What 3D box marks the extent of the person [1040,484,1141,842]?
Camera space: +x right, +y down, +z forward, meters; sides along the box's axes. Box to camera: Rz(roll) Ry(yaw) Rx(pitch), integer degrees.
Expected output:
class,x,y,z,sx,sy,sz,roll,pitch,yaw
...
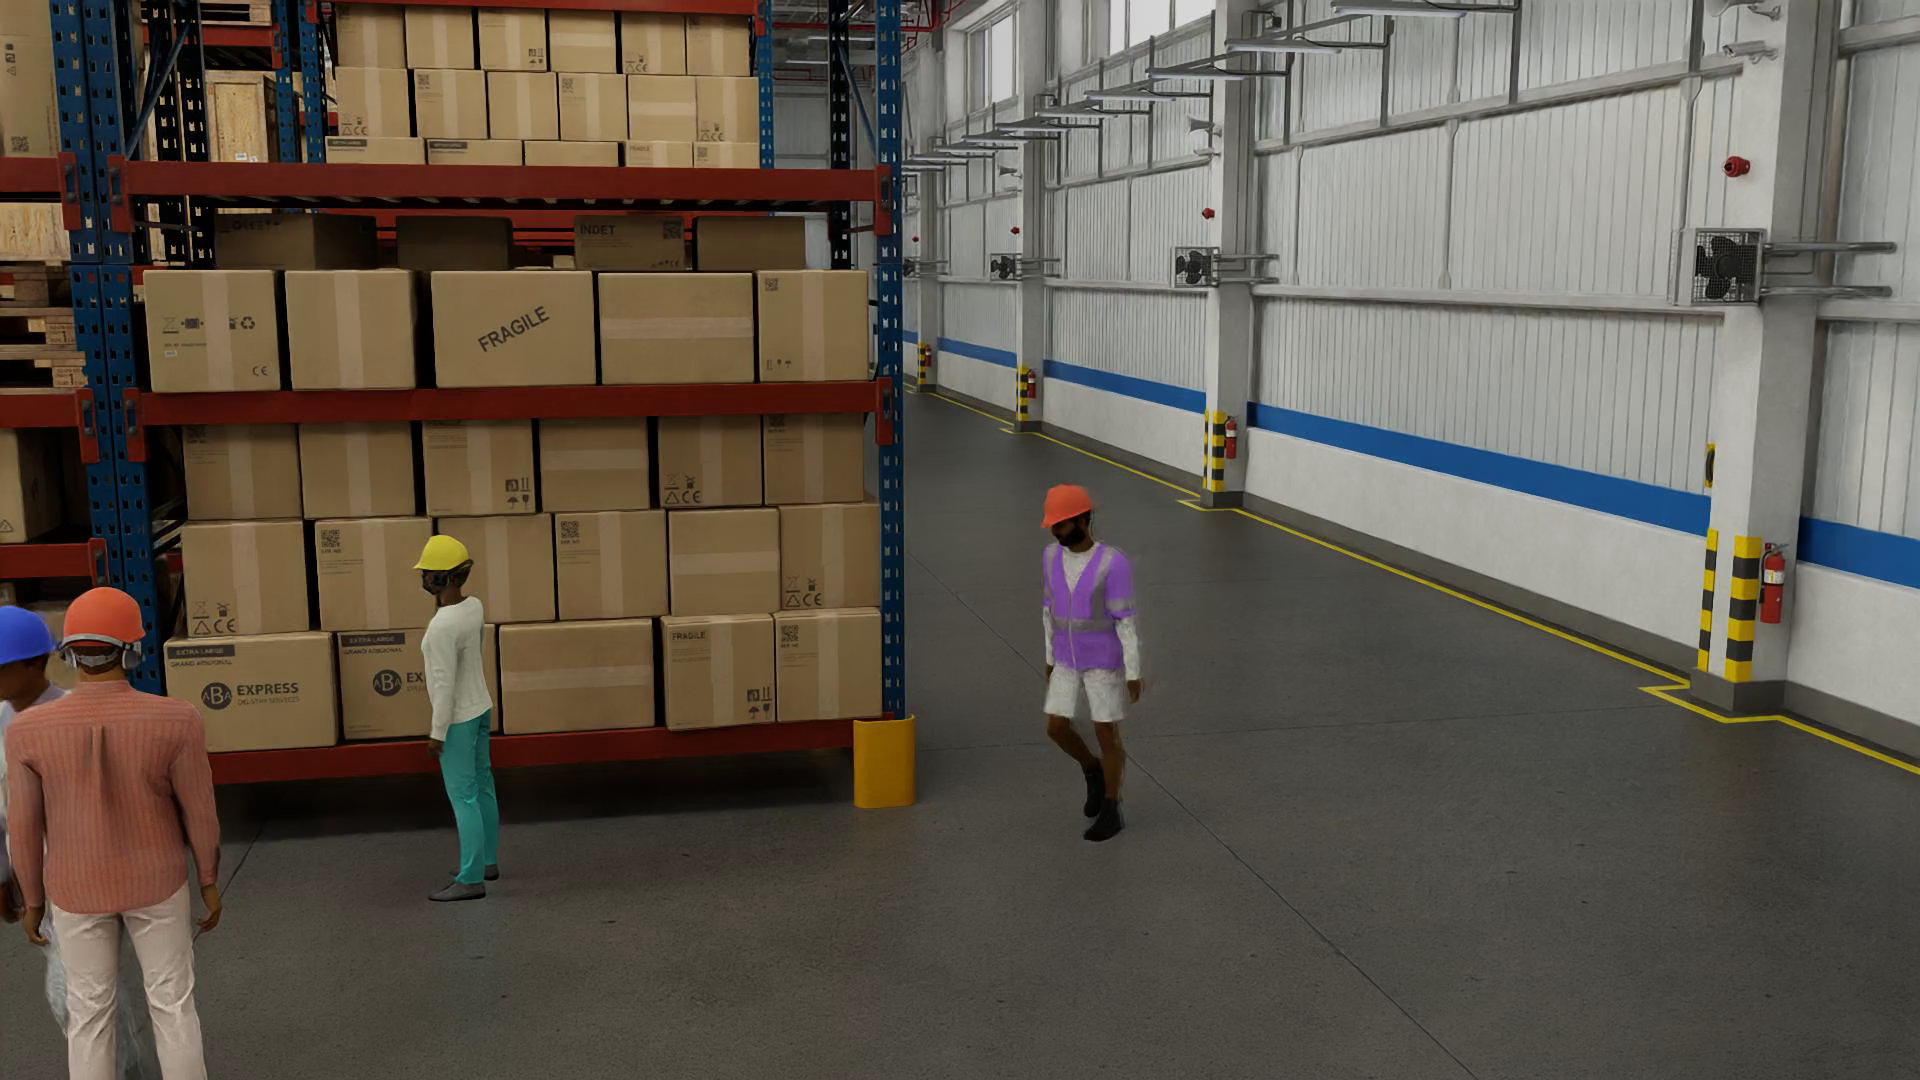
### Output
class,x,y,z,sx,sy,sz,roll,pitch,yaw
person,0.702,0.647,8.844,0.668,1.906,0.490,7,11,35

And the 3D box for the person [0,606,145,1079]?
class,x,y,z,sx,sy,sz,roll,pitch,yaw
person,-3.101,1.148,5.766,0.622,1.908,0.595,3,10,17

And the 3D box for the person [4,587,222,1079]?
class,x,y,z,sx,sy,sz,roll,pitch,yaw
person,-2.785,1.142,5.531,0.621,1.992,0.397,-3,10,-18

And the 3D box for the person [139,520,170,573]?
class,x,y,z,sx,sy,sz,roll,pitch,yaw
person,-6.570,-0.040,13.252,0.528,1.827,0.646,-4,10,-22

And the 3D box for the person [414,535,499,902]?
class,x,y,z,sx,sy,sz,roll,pitch,yaw
person,-2.429,0.851,8.001,0.320,1.769,0.523,1,9,4
